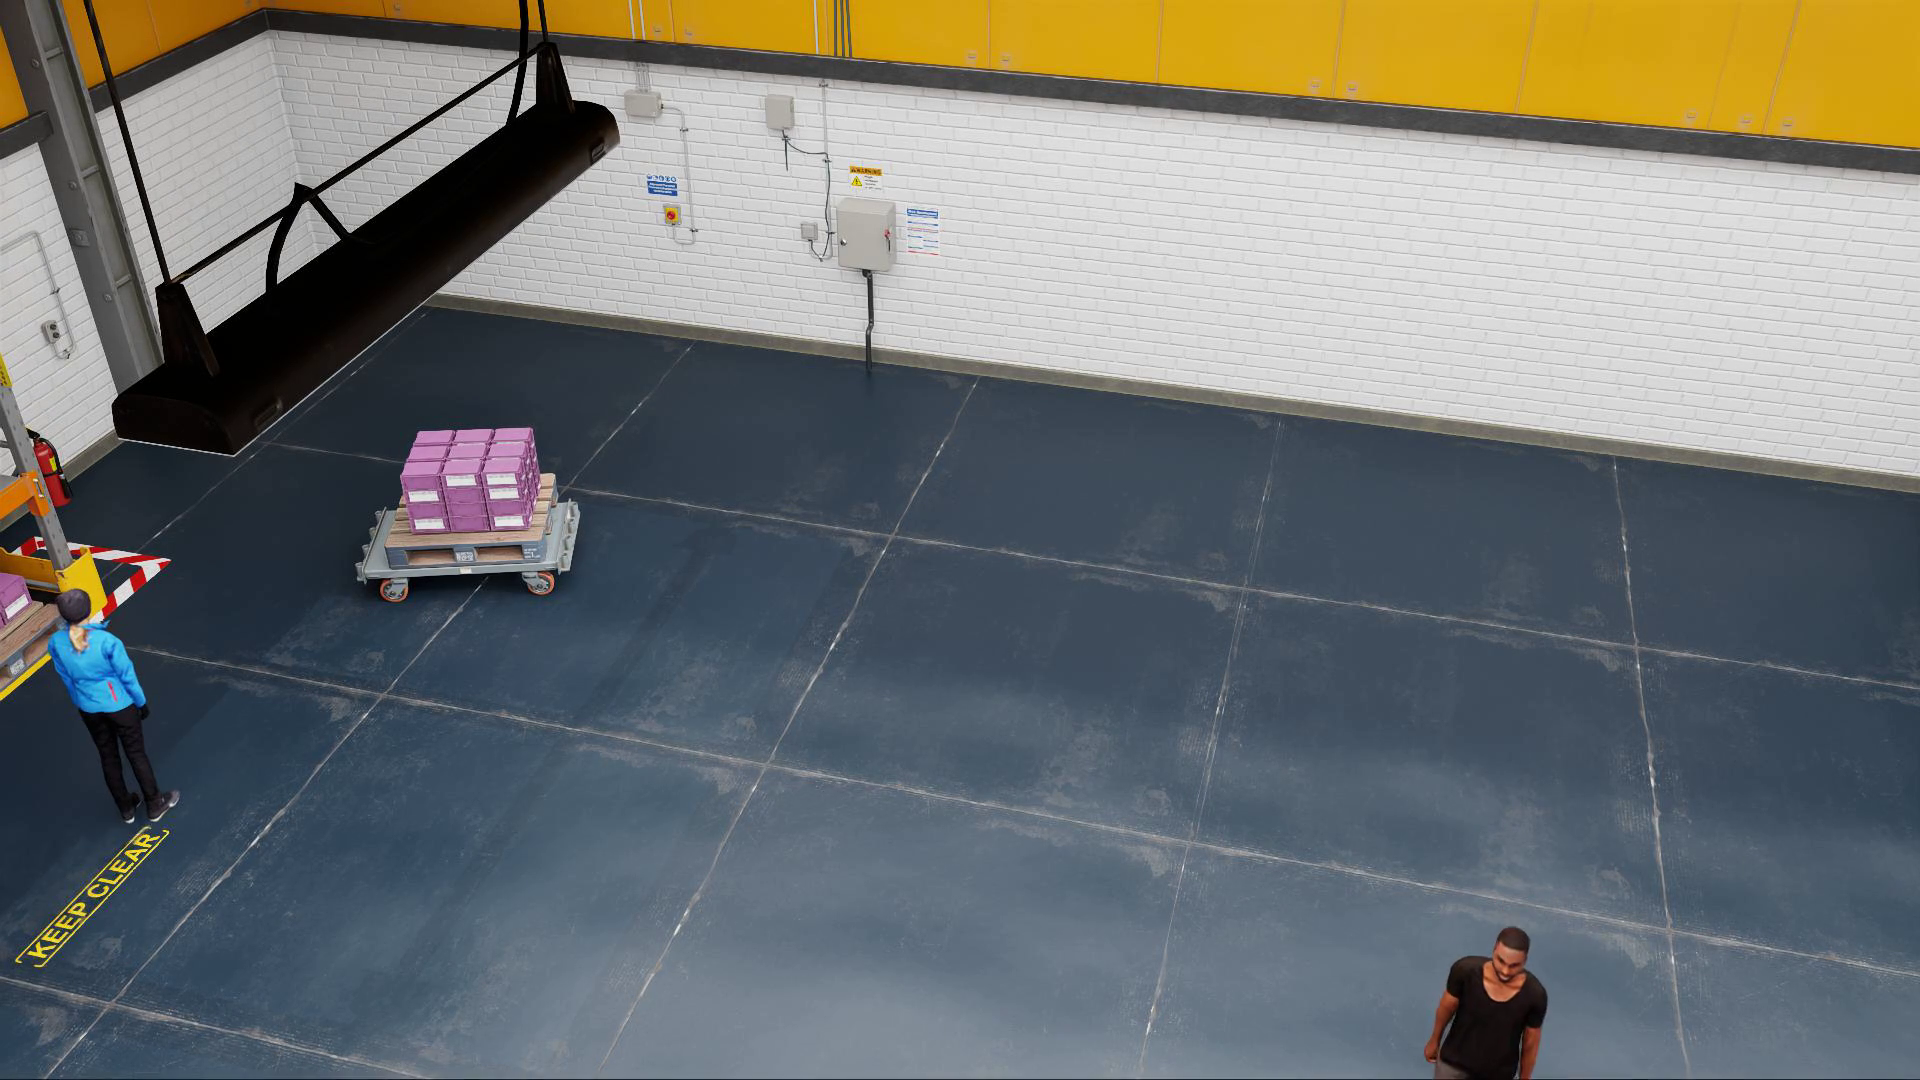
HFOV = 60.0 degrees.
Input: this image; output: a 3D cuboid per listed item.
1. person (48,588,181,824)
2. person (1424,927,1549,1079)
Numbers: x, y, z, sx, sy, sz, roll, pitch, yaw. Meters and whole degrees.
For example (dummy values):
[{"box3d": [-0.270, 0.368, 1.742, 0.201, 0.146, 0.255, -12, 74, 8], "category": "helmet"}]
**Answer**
[{"box3d": [-5.487, 1.076, 10.709, 0.667, 1.800, 0.603, 0, 34, 1], "category": "person"}, {"box3d": [2.666, 2.567, 8.472, 0.719, 1.795, 0.660, 14, 36, 20], "category": "person"}]
